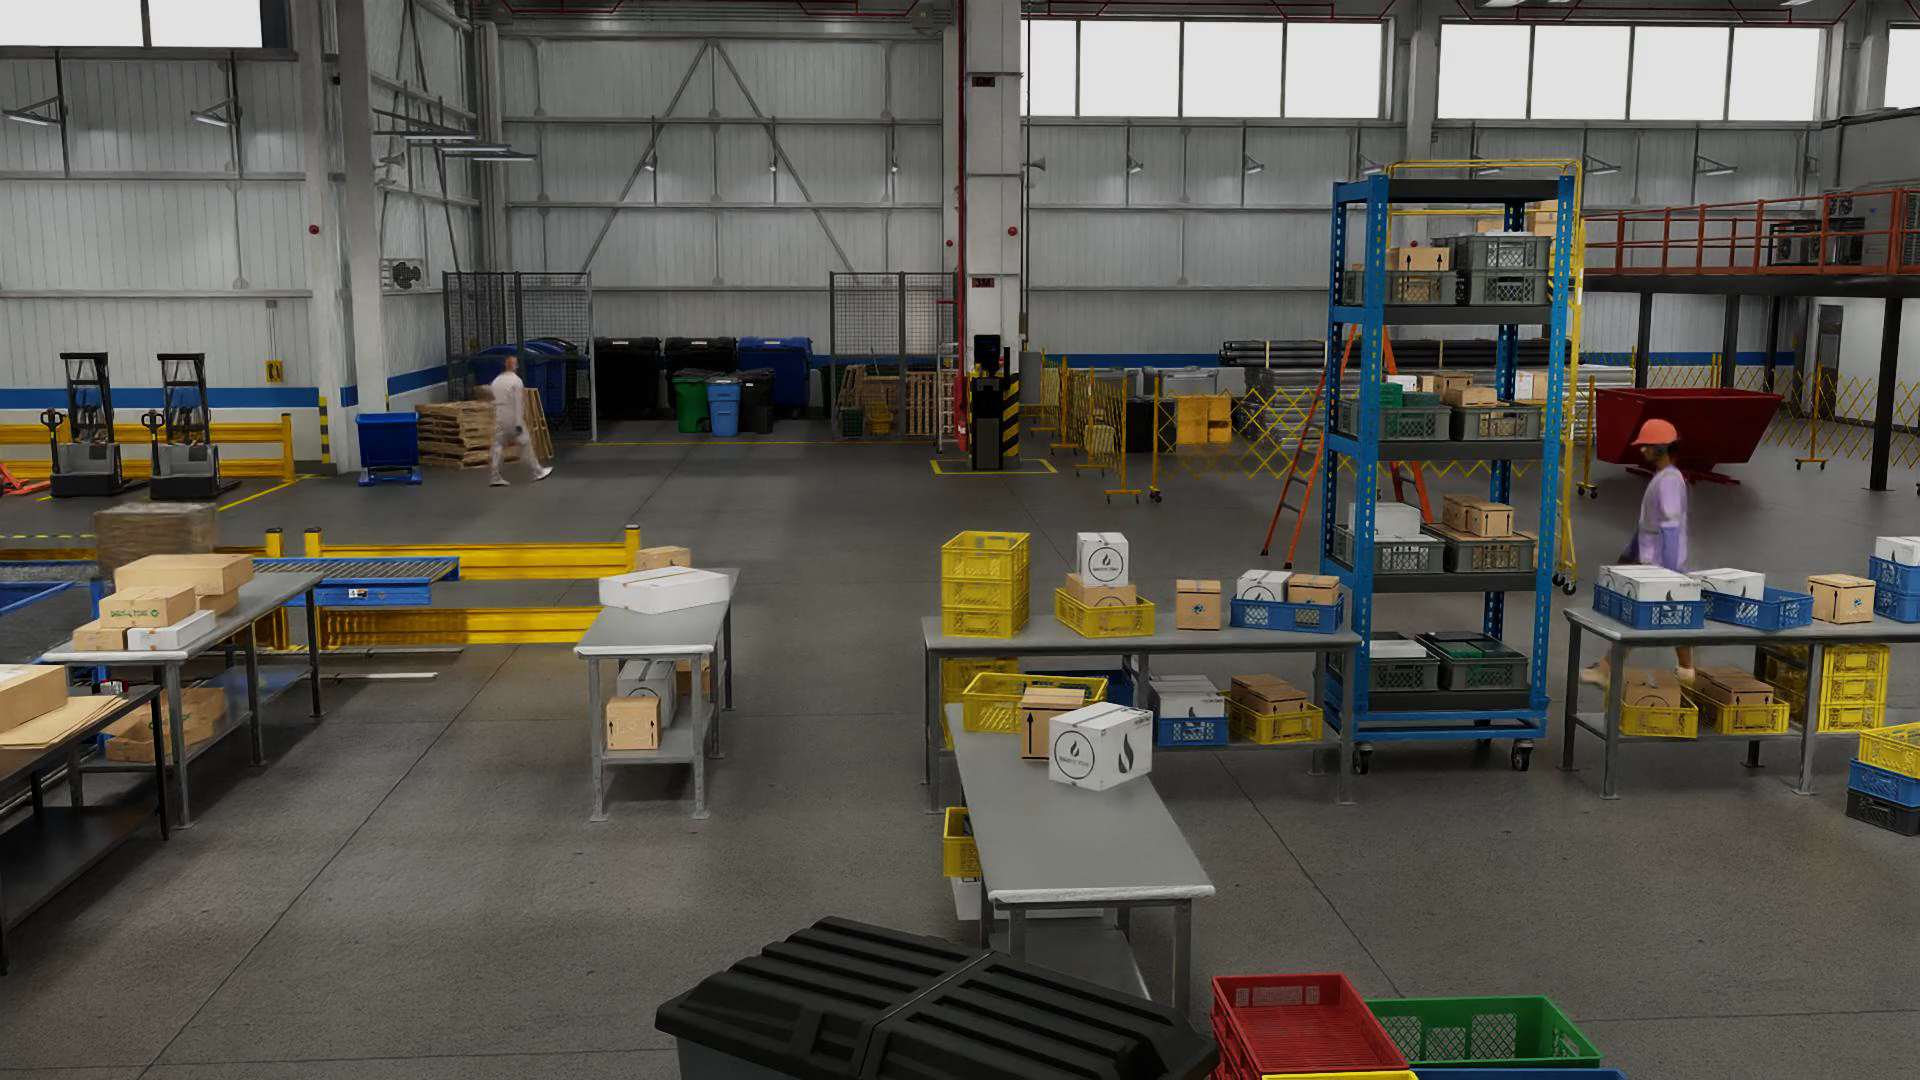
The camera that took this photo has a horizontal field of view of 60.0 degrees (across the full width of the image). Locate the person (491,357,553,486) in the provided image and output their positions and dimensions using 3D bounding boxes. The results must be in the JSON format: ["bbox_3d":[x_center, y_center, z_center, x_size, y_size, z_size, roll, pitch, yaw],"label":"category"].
[{"bbox_3d":[-6.449,-1.725,24.145,0.657,1.842,1.015,6,11,32],"label":"person"}]

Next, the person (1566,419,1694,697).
[{"bbox_3d":[4.913,0.127,12.036,0.981,1.998,0.614,5,10,27],"label":"person"}]

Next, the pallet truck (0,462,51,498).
[{"bbox_3d":[-13.193,-1.293,23.148,0.653,1.274,1.630,-1,9,-4],"label":"pallet truck"}]

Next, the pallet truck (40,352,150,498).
[{"bbox_3d":[-11.907,-1.642,23.165,0.823,1.965,1.885,0,9,0],"label":"pallet truck"}]

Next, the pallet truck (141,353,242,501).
[{"bbox_3d":[-10.520,-1.604,22.925,0.823,1.965,1.885,-1,9,-6],"label":"pallet truck"}]
